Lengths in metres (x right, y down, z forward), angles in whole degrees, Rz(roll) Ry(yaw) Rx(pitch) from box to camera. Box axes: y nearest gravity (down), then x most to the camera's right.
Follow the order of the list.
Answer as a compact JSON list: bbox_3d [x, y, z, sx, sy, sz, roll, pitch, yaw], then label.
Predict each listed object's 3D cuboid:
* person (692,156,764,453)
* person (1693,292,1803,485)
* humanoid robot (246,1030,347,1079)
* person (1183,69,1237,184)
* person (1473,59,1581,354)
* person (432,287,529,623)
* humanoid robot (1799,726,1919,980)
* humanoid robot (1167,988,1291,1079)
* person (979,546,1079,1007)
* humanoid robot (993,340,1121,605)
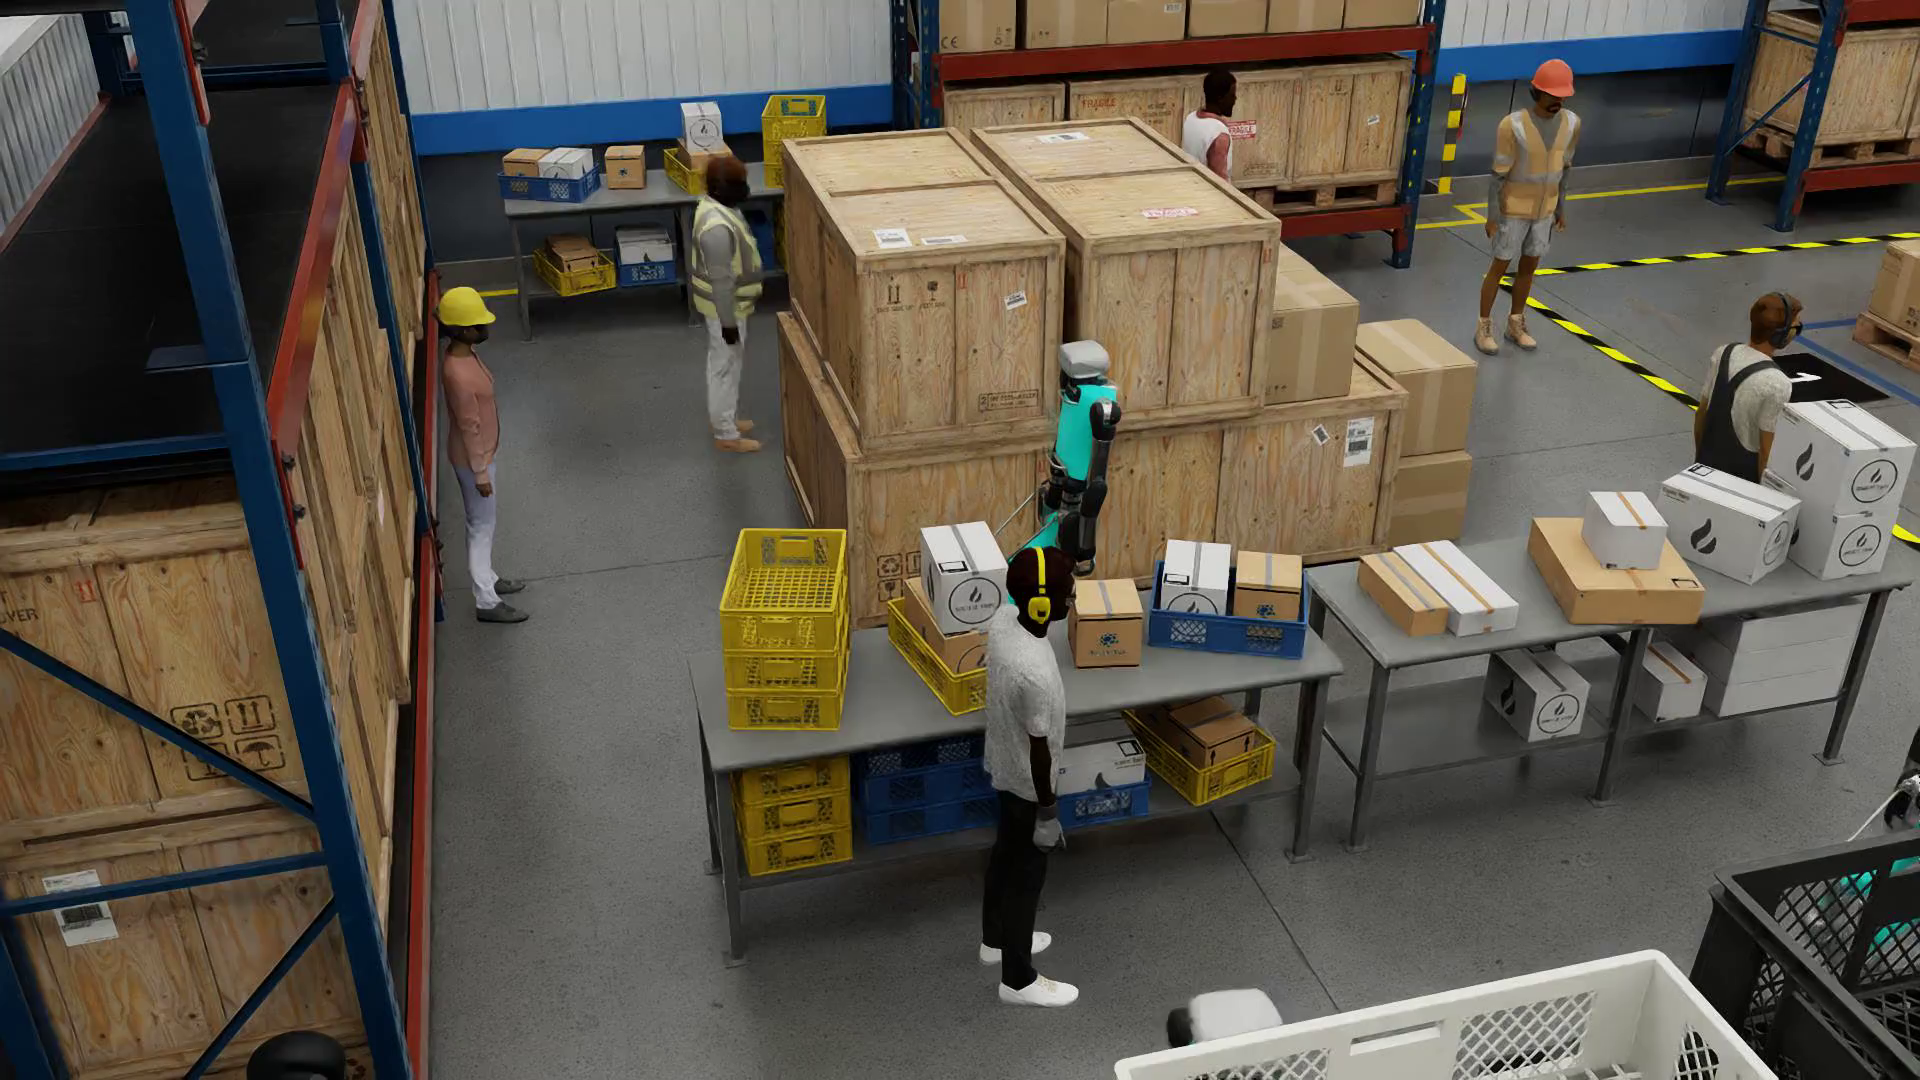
[{"bbox_3d":[-1.392,-1.418,10.089,0.435,1.831,0.648,-4,29,-6],"label":"person"},{"bbox_3d":[3.738,-0.317,8.059,0.327,1.842,0.512,-7,30,-13],"label":"person"},{"bbox_3d":[-1.566,1.883,4.226,0.315,1.655,0.599,-7,30,-13],"label":"humanoid robot"},{"bbox_3d":[1.697,-2.310,11.601,0.373,1.916,0.595,-7,30,-13],"label":"person"},{"bbox_3d":[3.901,-2.260,11.385,0.613,2.038,0.393,-7,30,-13],"label":"person"},{"bbox_3d":[-2.397,-0.426,8.337,0.324,1.766,0.532,-7,30,-13],"label":"person"},{"bbox_3d":[3.255,1.032,5.661,0.777,1.718,0.537,-9,30,-15],"label":"humanoid robot"},{"bbox_3d":[0.395,1.871,4.124,0.778,1.704,0.538,-9,30,-16],"label":"humanoid robot"},{"bbox_3d":[0.247,0.845,5.925,0.310,1.868,0.529,-7,30,-13],"label":"person"},{"bbox_3d":[0.336,-0.082,7.609,0.735,1.673,0.533,-7,30,-13],"label":"humanoid robot"}]
